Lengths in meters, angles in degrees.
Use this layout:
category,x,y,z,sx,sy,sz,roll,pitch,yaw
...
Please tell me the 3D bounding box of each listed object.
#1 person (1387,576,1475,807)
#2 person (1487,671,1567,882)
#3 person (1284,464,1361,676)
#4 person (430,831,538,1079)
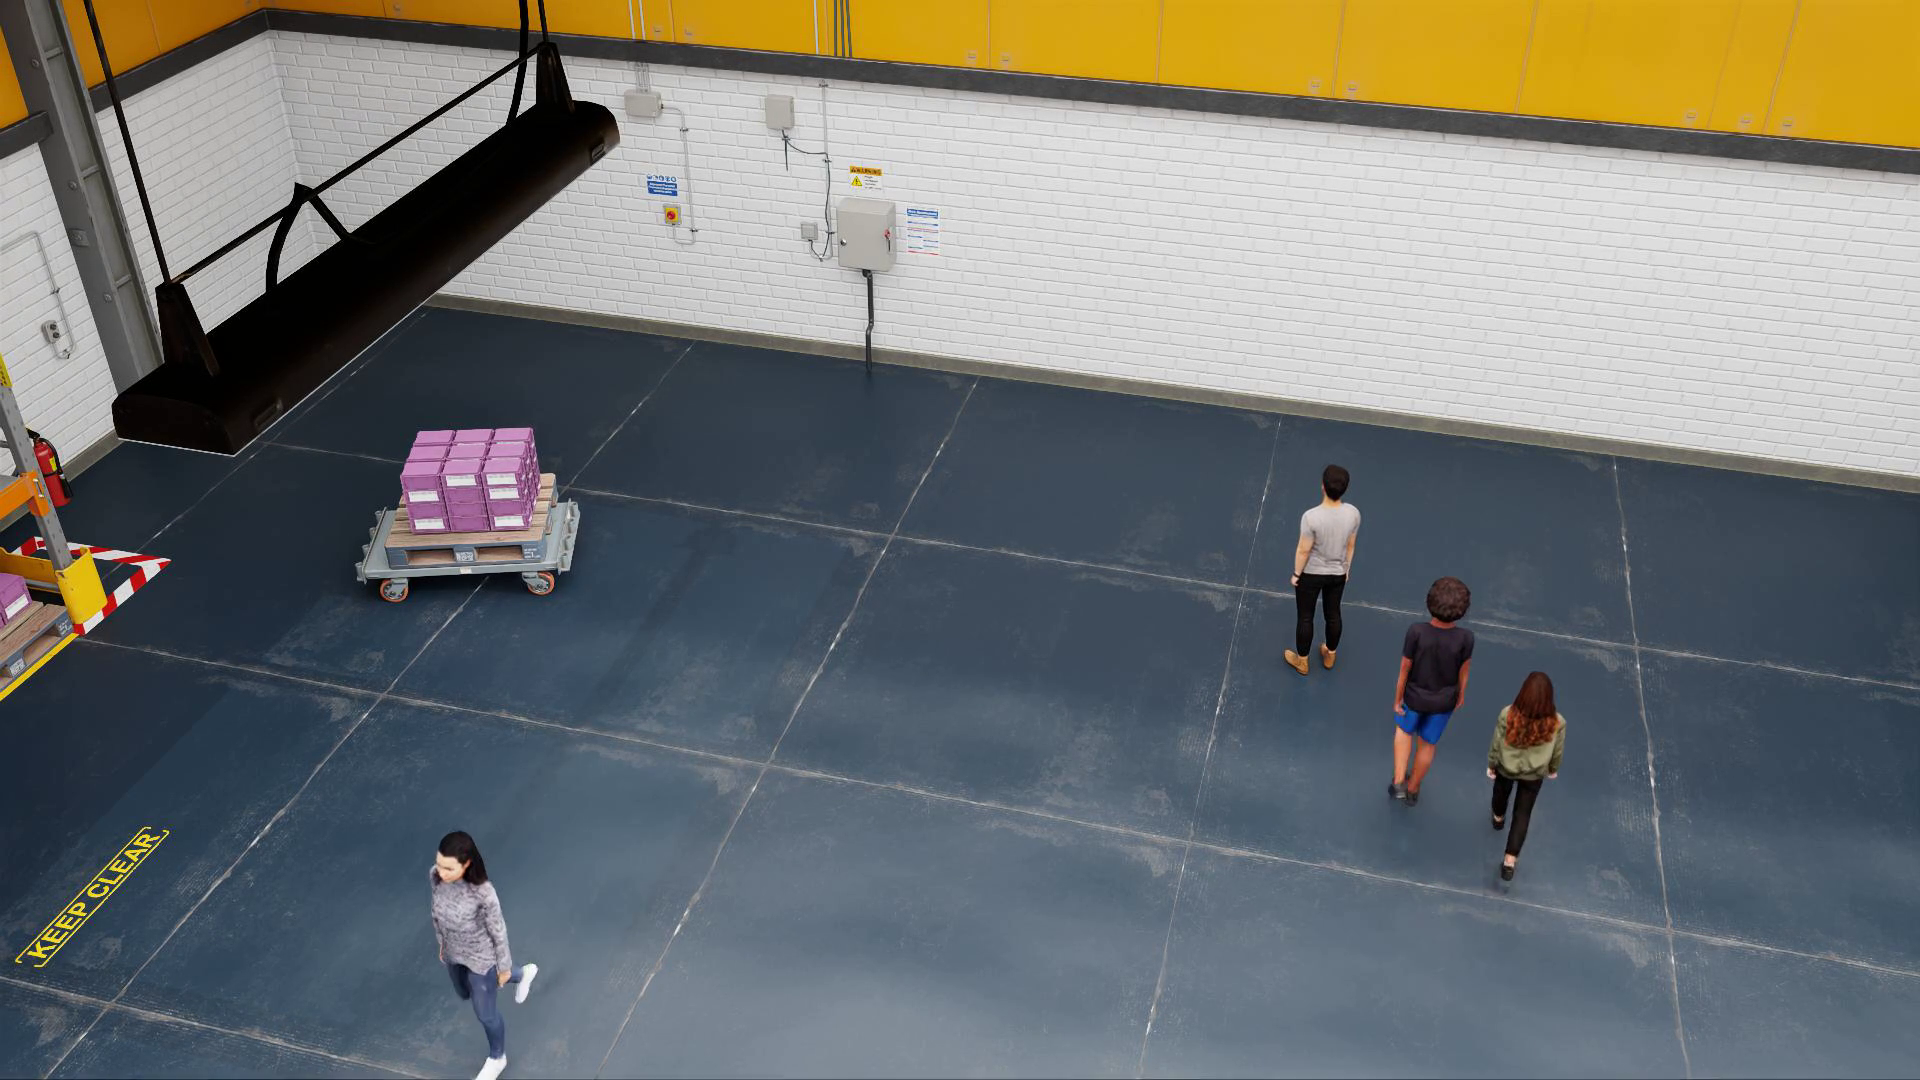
category,x,y,z,sx,sy,sz,roll,pitch,yaw
person,3.040,1.048,10.765,0.594,1.787,0.650,8,34,12
person,3.514,1.480,10.422,0.687,1.446,1.031,14,36,20
person,2.635,0.212,12.079,0.678,1.723,0.671,-6,34,-8
person,-2.600,2.199,9.098,0.767,1.714,0.993,17,37,24
